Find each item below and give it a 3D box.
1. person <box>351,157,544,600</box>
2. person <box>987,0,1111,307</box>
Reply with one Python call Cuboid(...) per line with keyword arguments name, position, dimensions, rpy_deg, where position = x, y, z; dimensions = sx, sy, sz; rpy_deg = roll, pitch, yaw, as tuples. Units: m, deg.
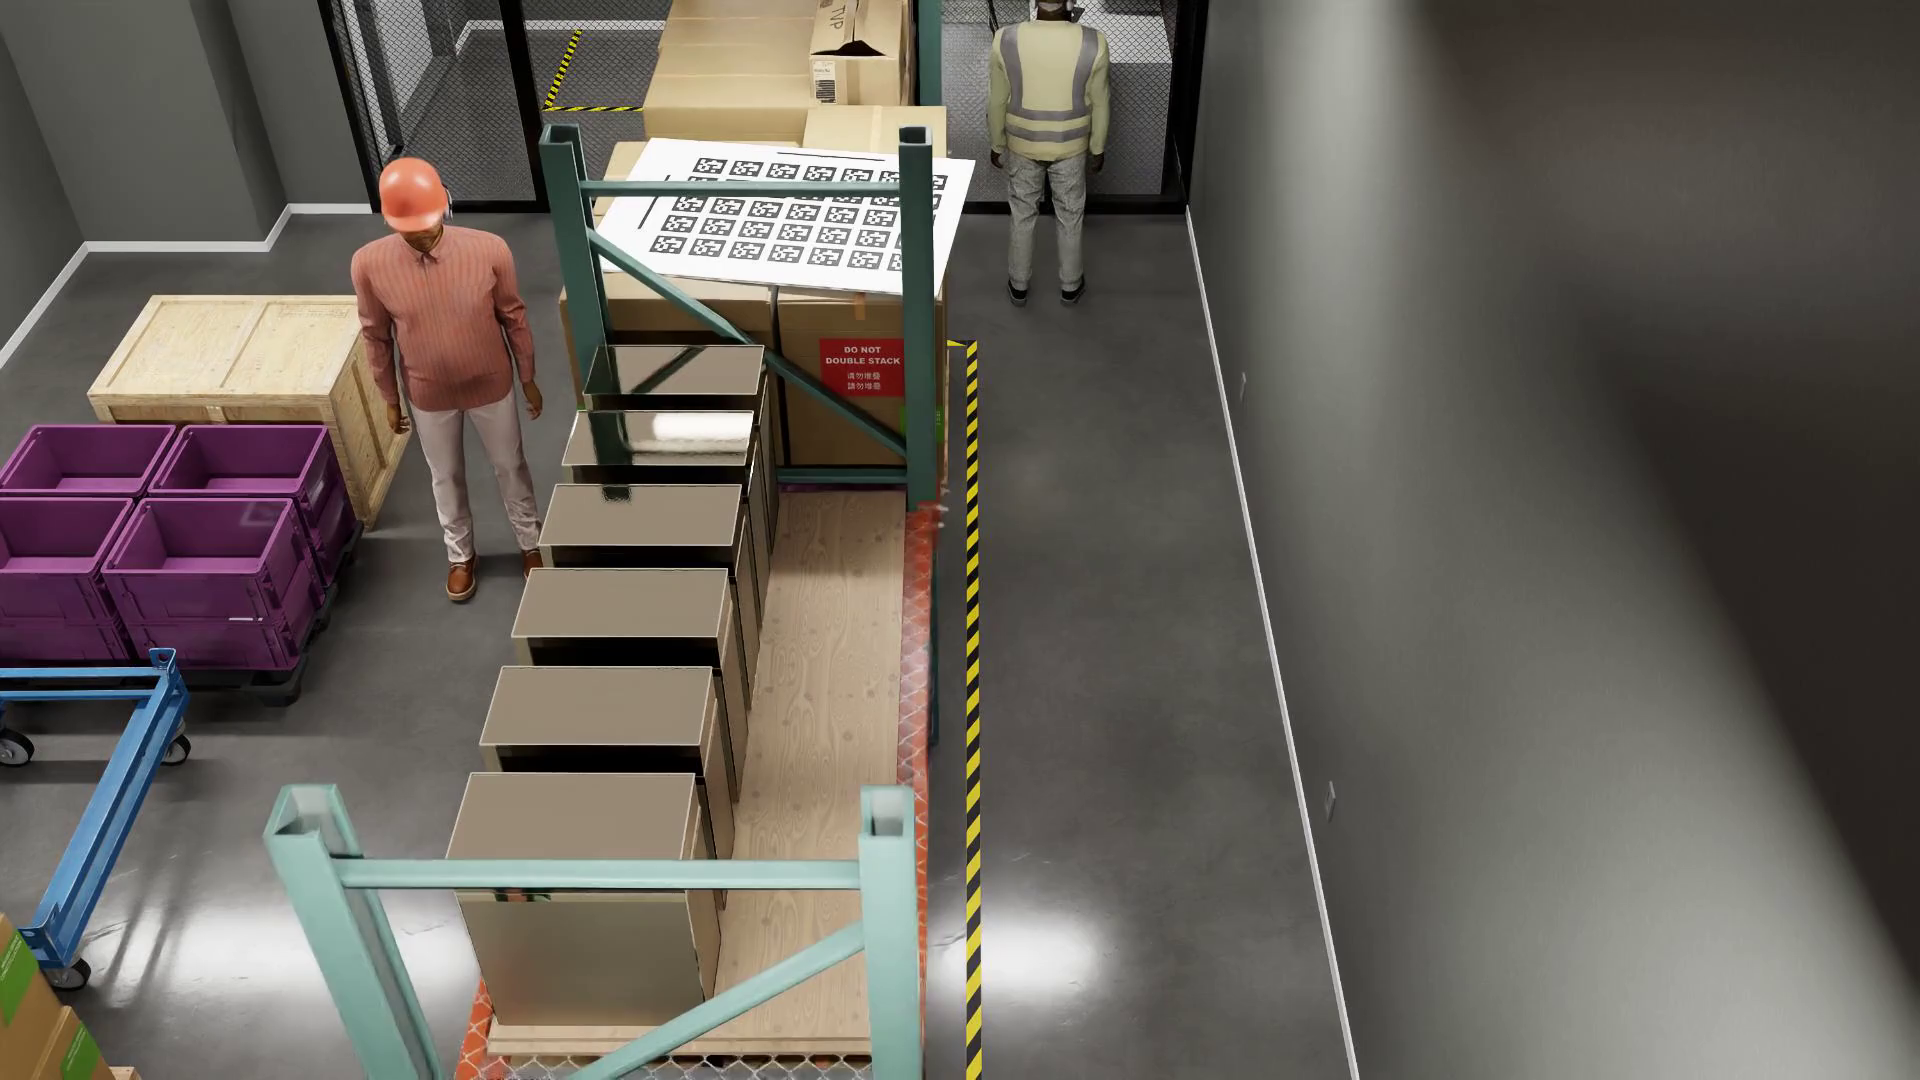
Cuboid(name="person", position=(-1.969, -0.605, 6.536), dimensions=(0.625, 1.991, 0.392), rpy_deg=(-9, 42, -11))
Cuboid(name="person", position=(0.437, -1.998, 8.251), dimensions=(0.600, 1.827, 0.404), rpy_deg=(3, 41, 3))
